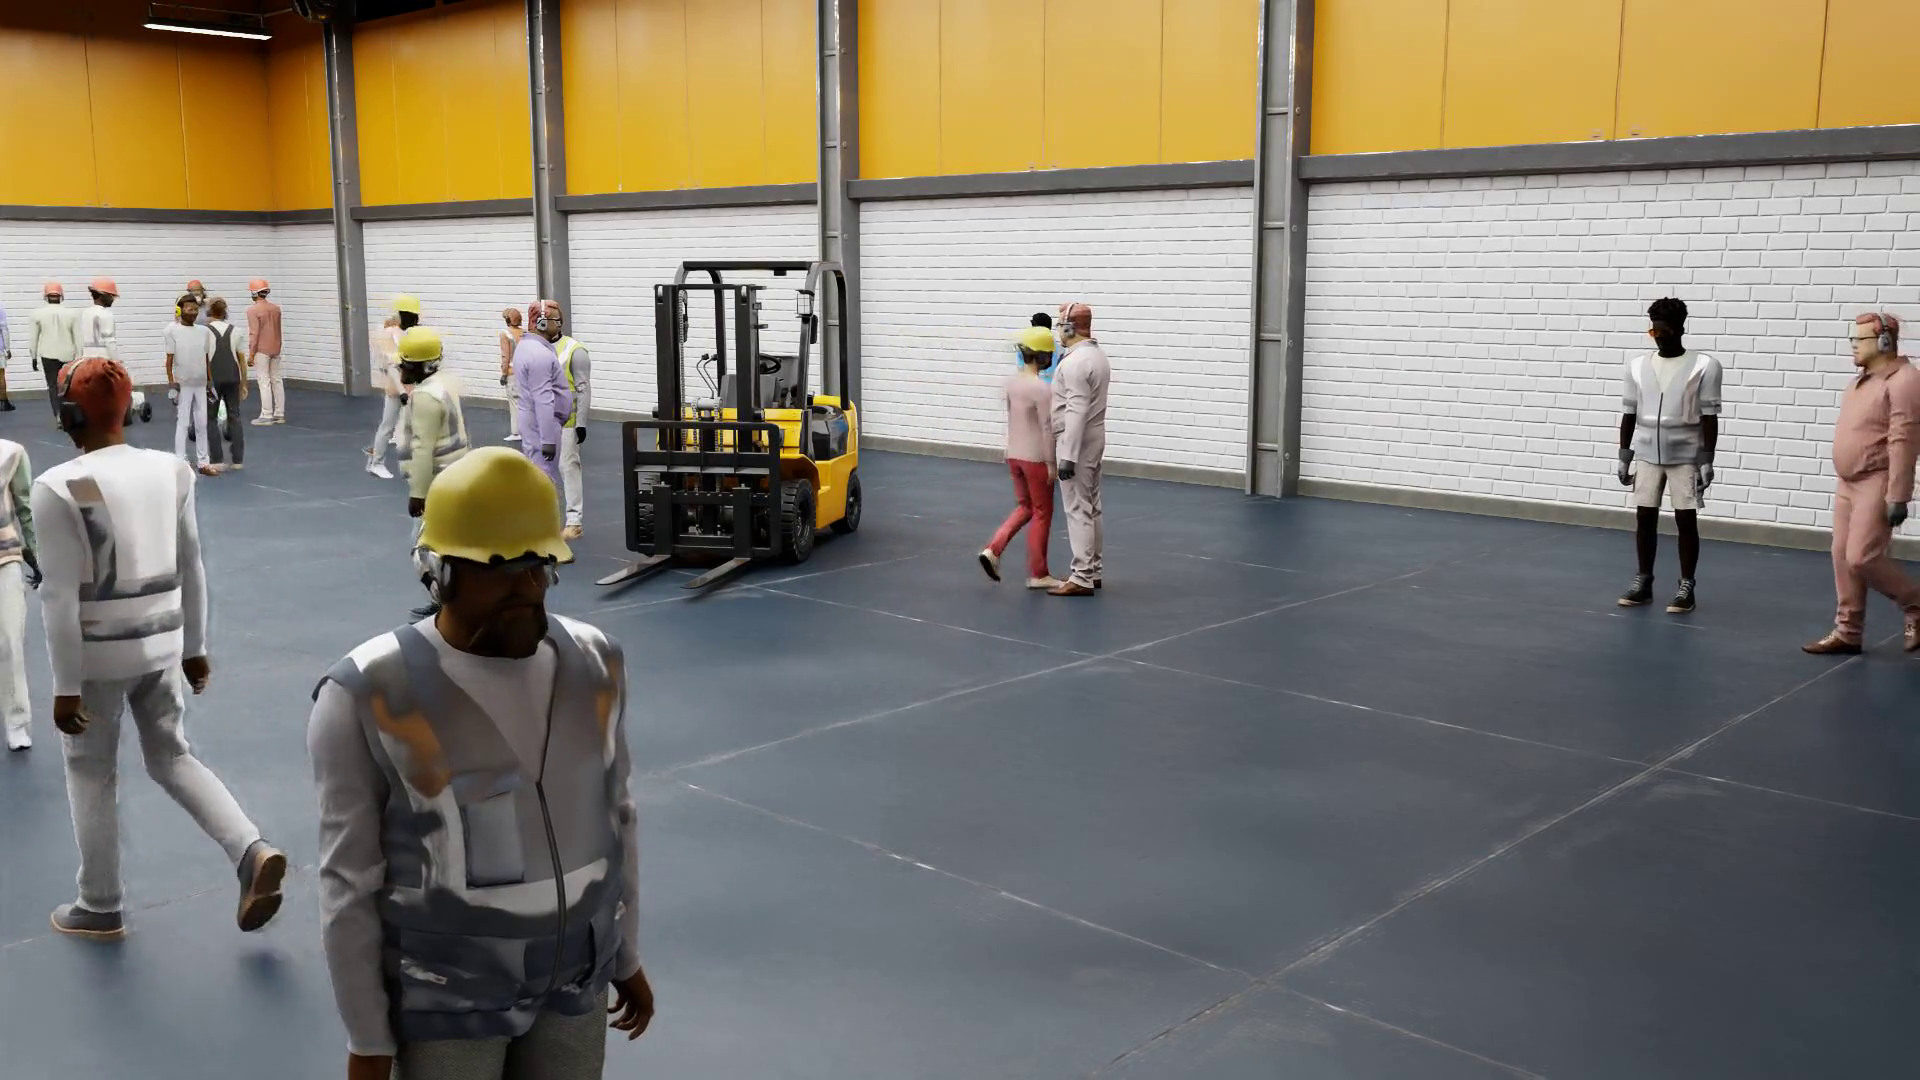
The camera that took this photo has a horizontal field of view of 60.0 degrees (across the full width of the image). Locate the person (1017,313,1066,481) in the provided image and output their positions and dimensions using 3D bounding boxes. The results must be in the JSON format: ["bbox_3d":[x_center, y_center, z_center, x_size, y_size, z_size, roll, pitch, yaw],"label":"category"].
[{"bbox_3d":[0.813,-1.416,16.572,0.536,1.690,0.321,-3,10,-19],"label":"person"}]

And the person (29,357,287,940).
[{"bbox_3d":[-2.531,0.364,5.153,0.781,1.864,0.582,4,10,22],"label":"person"}]

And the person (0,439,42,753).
[{"bbox_3d":[-4.292,0.140,7.236,0.548,1.607,0.741,-5,11,-28],"label":"person"}]

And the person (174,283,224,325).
[{"bbox_3d":[-10.563,-2.602,23.160,0.636,1.910,0.719,-2,10,-15],"label":"person"}]

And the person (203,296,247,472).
[{"bbox_3d":[-7.740,-1.622,17.411,0.528,1.836,0.376,-8,12,-40],"label":"person"}]

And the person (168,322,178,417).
[{"bbox_3d":[-11.084,-2.576,23.851,0.497,1.633,0.285,-3,10,-16],"label":"person"}]

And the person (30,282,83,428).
[{"bbox_3d":[-12.092,-2.478,22.280,0.623,1.958,0.973,-6,11,-32],"label":"person"}]

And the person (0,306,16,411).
[{"bbox_3d":[-14.462,-2.886,24.833,0.551,1.932,0.378,-1,9,-7],"label":"person"}]

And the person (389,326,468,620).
[{"bbox_3d":[-3.072,-0.352,9.731,0.489,1.795,0.626,-2,10,-15],"label":"person"}]

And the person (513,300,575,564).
[{"bbox_3d":[-2.988,-0.774,12.003,0.401,1.903,0.644,-4,10,-22],"label":"person"}]

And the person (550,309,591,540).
[{"bbox_3d":[-3.201,-0.918,13.049,0.636,1.842,0.429,4,10,23],"label":"person"}]

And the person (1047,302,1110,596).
[{"bbox_3d":[0.749,-0.587,10.832,0.403,1.904,0.652,3,10,18],"label":"person"}]

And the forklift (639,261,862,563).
[{"bbox_3d":[-1.552,-1.040,12.721,1.214,2.155,2.313,2,9,11],"label":"forklift"}]

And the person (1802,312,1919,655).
[{"bbox_3d":[4.972,-0.281,8.988,0.532,1.889,0.670,0,9,1],"label":"person"}]

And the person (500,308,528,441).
[{"bbox_3d":[-5.476,-2.034,20.515,0.310,1.638,0.523,4,10,24],"label":"person"}]

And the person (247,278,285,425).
[{"bbox_3d":[-9.487,-2.565,22.677,0.378,1.996,0.611,3,10,16],"label":"person"}]

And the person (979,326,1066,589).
[{"bbox_3d":[0.445,-0.530,10.955,0.483,1.753,0.534,-5,11,-28],"label":"person"}]

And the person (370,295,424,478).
[{"bbox_3d":[-5.567,-1.520,16.679,1.037,1.870,0.582,6,11,32],"label":"person"}]

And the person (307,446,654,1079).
[{"bbox_3d":[-0.783,0.750,2.858,0.403,1.831,0.586,9,13,44],"label":"person"}]

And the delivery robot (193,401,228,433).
[{"bbox_3d":[-9.234,-1.560,20.635,0.477,0.478,0.707,-1,9,-7],"label":"delivery robot"}]

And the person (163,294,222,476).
[{"bbox_3d":[-7.786,-1.555,16.868,0.328,1.873,0.512,6,11,32],"label":"person"}]

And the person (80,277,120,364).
[{"bbox_3d":[-9.799,-1.985,19.043,0.631,2.017,0.481,7,11,36],"label":"person"}]

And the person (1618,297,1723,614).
[{"bbox_3d":[4.380,-0.524,10.321,0.610,1.950,0.396,9,13,44],"label":"person"}]

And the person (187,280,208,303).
[{"bbox_3d":[-12.820,-3.402,28.000,0.547,1.934,0.375,-2,10,-14],"label":"person"}]

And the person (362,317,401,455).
[{"bbox_3d":[-6.281,-1.701,18.646,0.878,1.575,0.517,2,9,13],"label":"person"}]

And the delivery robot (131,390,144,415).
[{"bbox_3d":[-11.475,-1.906,22.757,0.477,0.478,0.707,0,9,-1],"label":"delivery robot"}]

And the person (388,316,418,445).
[{"bbox_3d":[-6.564,-1.953,20.173,0.523,1.589,0.892,8,12,41],"label":"person"}]
